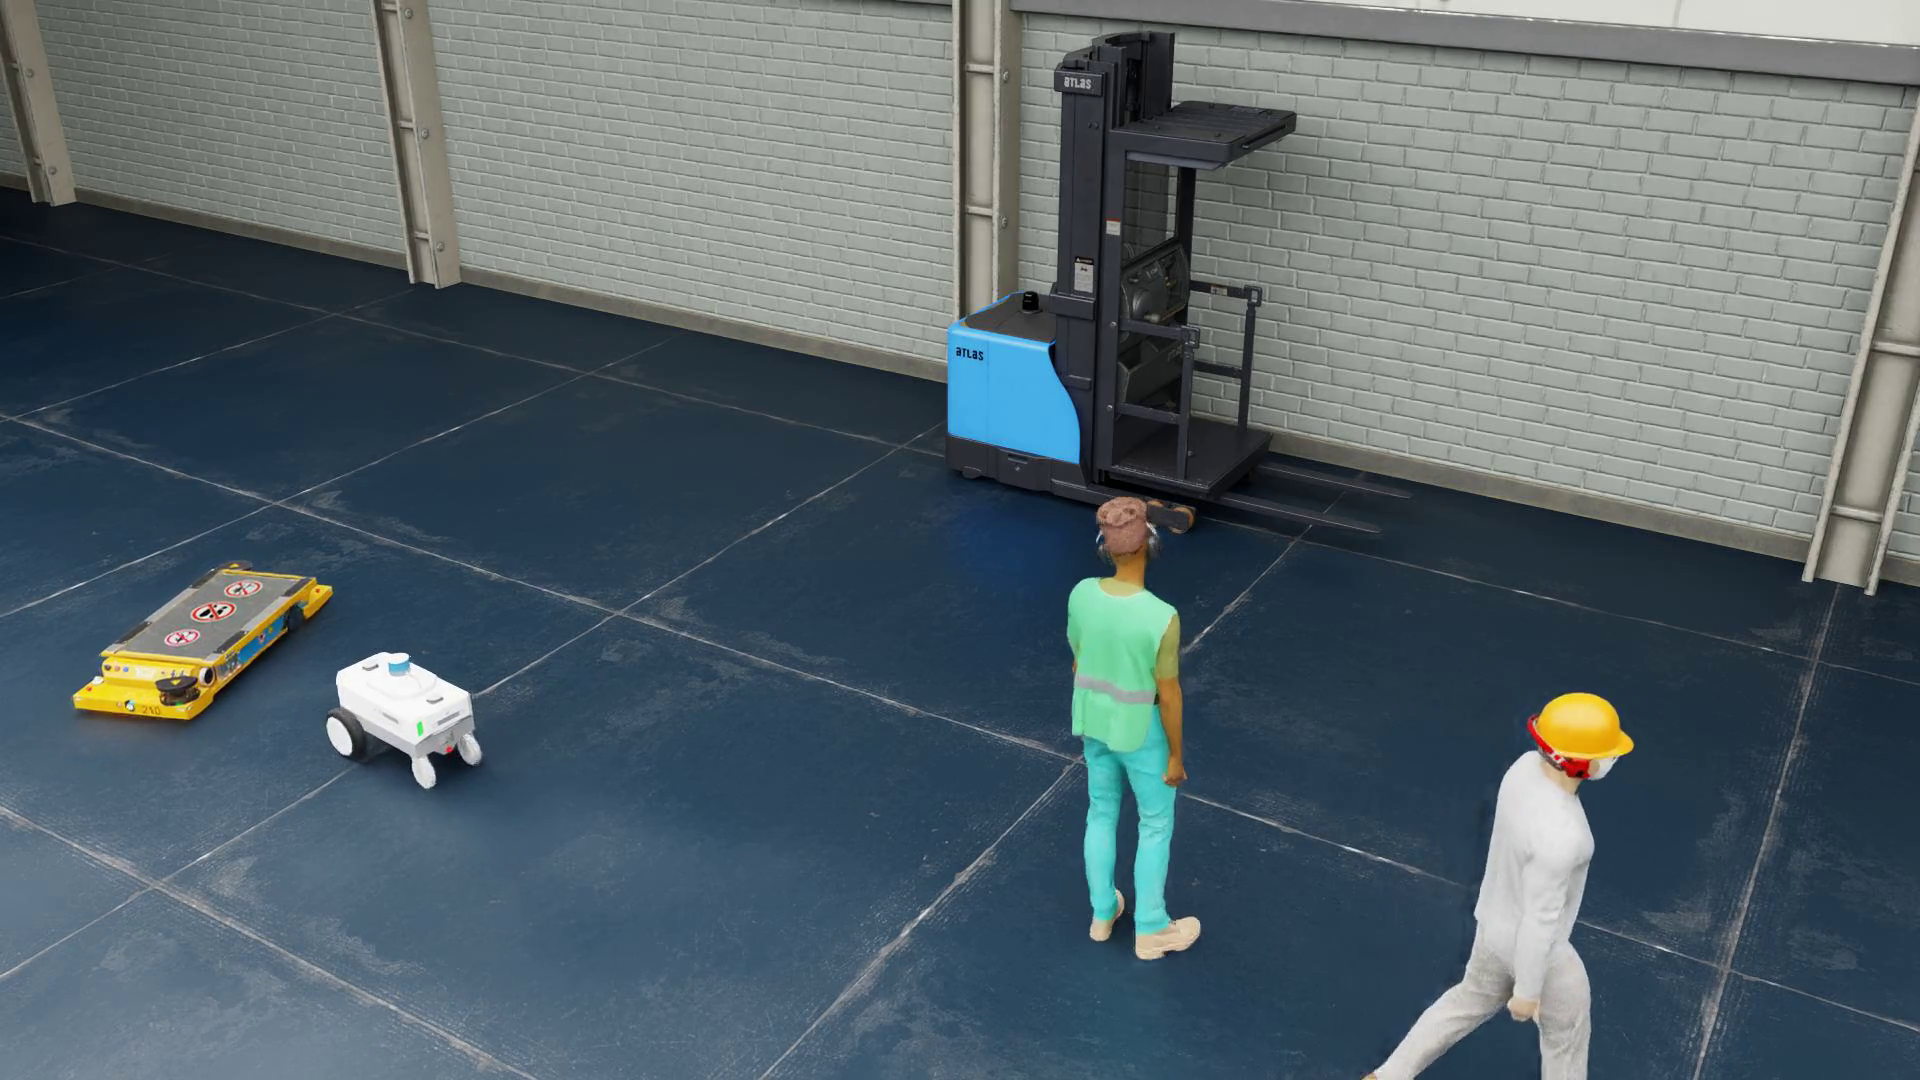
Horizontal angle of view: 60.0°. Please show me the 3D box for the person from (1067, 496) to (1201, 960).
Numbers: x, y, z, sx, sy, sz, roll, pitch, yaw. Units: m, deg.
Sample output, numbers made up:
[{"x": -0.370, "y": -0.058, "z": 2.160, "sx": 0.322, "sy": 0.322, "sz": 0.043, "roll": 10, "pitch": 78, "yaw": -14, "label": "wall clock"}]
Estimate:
[{"x": 0.677, "y": 0.781, "z": 6.649, "sx": 0.618, "sy": 1.954, "sz": 0.363, "roll": 18, "pitch": 31, "yaw": 33, "label": "person"}]

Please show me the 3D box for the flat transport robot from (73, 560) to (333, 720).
[{"x": -4.123, "y": 0.528, "z": 9.142, "sx": 0.659, "sy": 0.231, "sz": 1.431, "roll": 5, "pitch": 26, "yaw": 9, "label": "flat transport robot"}]

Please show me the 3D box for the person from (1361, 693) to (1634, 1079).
[{"x": 1.897, "y": 1.308, "z": 5.642, "sx": 0.918, "sy": 1.859, "sz": 0.565, "roll": 0, "pitch": 25, "yaw": 0, "label": "person"}]

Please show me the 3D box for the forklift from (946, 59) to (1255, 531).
[{"x": 0.933, "y": -1.707, "z": 10.833, "sx": 1.873, "sy": 2.768, "sz": 1.129, "roll": 15, "pitch": 29, "yaw": 28, "label": "forklift"}]

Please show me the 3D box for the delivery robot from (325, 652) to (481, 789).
[{"x": -2.728, "y": 0.836, "z": 8.164, "sx": 0.801, "sy": 0.602, "sz": 0.499, "roll": 18, "pitch": 31, "yaw": 33, "label": "delivery robot"}]
